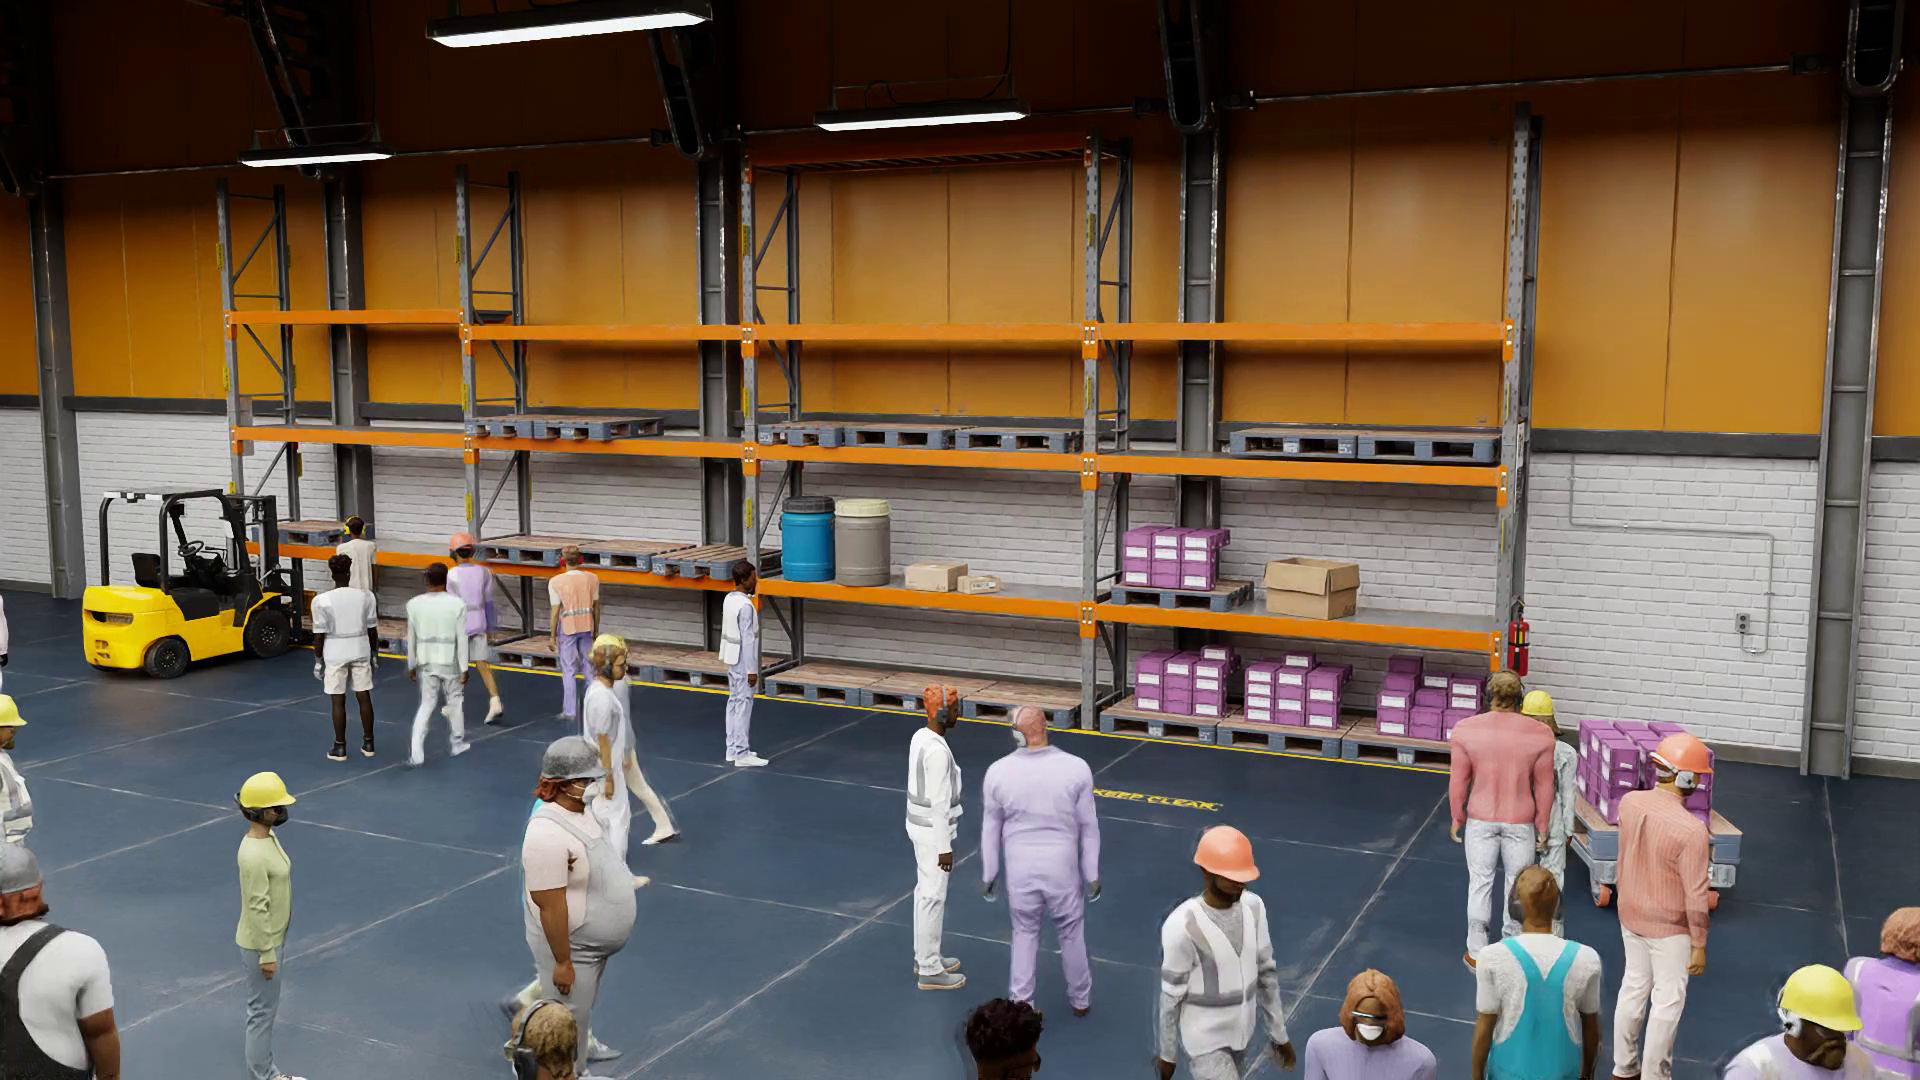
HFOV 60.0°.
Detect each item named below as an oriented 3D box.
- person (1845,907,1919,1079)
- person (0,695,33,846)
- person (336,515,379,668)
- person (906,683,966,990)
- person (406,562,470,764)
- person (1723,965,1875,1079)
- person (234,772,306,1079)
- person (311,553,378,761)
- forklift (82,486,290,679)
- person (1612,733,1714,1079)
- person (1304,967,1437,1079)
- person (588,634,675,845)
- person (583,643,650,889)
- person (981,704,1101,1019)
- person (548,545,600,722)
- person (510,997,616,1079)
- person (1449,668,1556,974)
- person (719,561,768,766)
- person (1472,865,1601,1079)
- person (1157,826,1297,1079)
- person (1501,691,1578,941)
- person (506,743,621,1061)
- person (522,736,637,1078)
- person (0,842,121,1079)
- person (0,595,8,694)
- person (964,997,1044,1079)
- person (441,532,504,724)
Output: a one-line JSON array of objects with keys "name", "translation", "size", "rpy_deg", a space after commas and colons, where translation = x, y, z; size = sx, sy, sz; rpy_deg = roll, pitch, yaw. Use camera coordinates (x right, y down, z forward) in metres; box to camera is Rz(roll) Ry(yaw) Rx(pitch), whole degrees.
[{"name": "person", "translation": [3.896, 2.338, 6.971], "size": [0.417, 1.615, 0.524], "rpy_deg": [-4, 8, -31]}, {"name": "person", "translation": [-5.918, 1.845, 10.224], "size": [0.403, 1.818, 0.606], "rpy_deg": [-4, 8, -30]}, {"name": "person", "translation": [-7.241, 0.638, 19.985], "size": [0.334, 1.873, 0.517], "rpy_deg": [7, 10, 44]}, {"name": "person", "translation": [-0.151, 1.813, 10.254], "size": [0.360, 1.880, 0.575], "rpy_deg": [-1, 7, -11]}, {"name": "person", "translation": [-4.932, 1.155, 15.671], "size": [0.602, 1.886, 0.839], "rpy_deg": [1, 7, 5]}, {"name": "person", "translation": [2.997, 2.376, 5.983], "size": [0.609, 1.789, 0.919], "rpy_deg": [-1, 7, -9]}, {"name": "person", "translation": [-3.571, 2.067, 8.607], "size": [0.315, 1.769, 0.525], "rpy_deg": [-2, 7, -18]}, {"name": "person", "translation": [-5.816, 1.104, 15.746], "size": [0.608, 1.963, 0.370], "rpy_deg": [-5, 9, -36]}, {"name": "forklift", "translation": [-9.426, 0.454, 20.179], "size": [1.214, 2.155, 2.313], "rpy_deg": [3, 8, 26]}, {"name": "person", "translation": [3.631, 1.967, 8.577], "size": [0.411, 1.980, 0.626], "rpy_deg": [-2, 7, -17]}, {"name": "person", "translation": [1.539, 2.410, 6.309], "size": [0.498, 1.633, 0.284], "rpy_deg": [2, 7, 16]}, {"name": "person", "translation": [-2.649, 1.573, 12.890], "size": [0.918, 1.720, 0.546], "rpy_deg": [-2, 7, -16]}, {"name": "person", "translation": [-2.581, 1.634, 11.941], "size": [0.584, 1.823, 0.526], "rpy_deg": [-2, 7, -19]}, {"name": "person", "translation": [0.465, 1.892, 9.693], "size": [0.690, 1.910, 0.504], "rpy_deg": [1, 7, 6]}, {"name": "person", "translation": [-4.004, 0.975, 17.315], "size": [0.572, 1.838, 0.373], "rpy_deg": [-6, 9, -41]}, {"name": "person", "translation": [-1.267, 2.393, 5.261], "size": [0.372, 1.930, 0.637], "rpy_deg": [3, 8, 27]}, {"name": "person", "translation": [3.376, 1.763, 10.409], "size": [0.629, 1.940, 0.377], "rpy_deg": [2, 7, 17]}, {"name": "person", "translation": [-2.045, 1.151, 15.549], "size": [0.377, 1.917, 0.599], "rpy_deg": [-3, 8, -24]}, {"name": "person", "translation": [2.377, 2.234, 6.960], "size": [0.533, 1.821, 0.675], "rpy_deg": [1, 7, 5]}, {"name": "person", "translation": [1.113, 2.158, 7.354], "size": [0.543, 1.899, 0.955], "rpy_deg": [-6, 9, -38]}, {"name": "person", "translation": [3.697, 1.830, 10.702], "size": [0.483, 1.737, 0.320], "rpy_deg": [2, 7, 17]}, {"name": "person", "translation": [-2.194, 1.983, 9.128], "size": [0.566, 1.815, 0.575], "rpy_deg": [0, 7, -2]}, {"name": "person", "translation": [-1.882, 1.969, 8.291], "size": [0.538, 2.000, 0.683], "rpy_deg": [0, 7, -3]}, {"name": "person", "translation": [-3.685, 2.190, 6.460], "size": [0.707, 2.000, 0.941], "rpy_deg": [-1, 7, -10]}, {"name": "person", "translation": [-9.633, 1.105, 16.239], "size": [0.621, 1.845, 0.429], "rpy_deg": [-3, 8, -23]}, {"name": "person", "translation": [0.138, 2.383, 5.347], "size": [0.990, 1.909, 0.627], "rpy_deg": [-6, 9, -39]}, {"name": "person", "translation": [-5.076, 0.912, 17.254], "size": [0.611, 1.998, 1.016], "rpy_deg": [-7, 10, -43]}]
